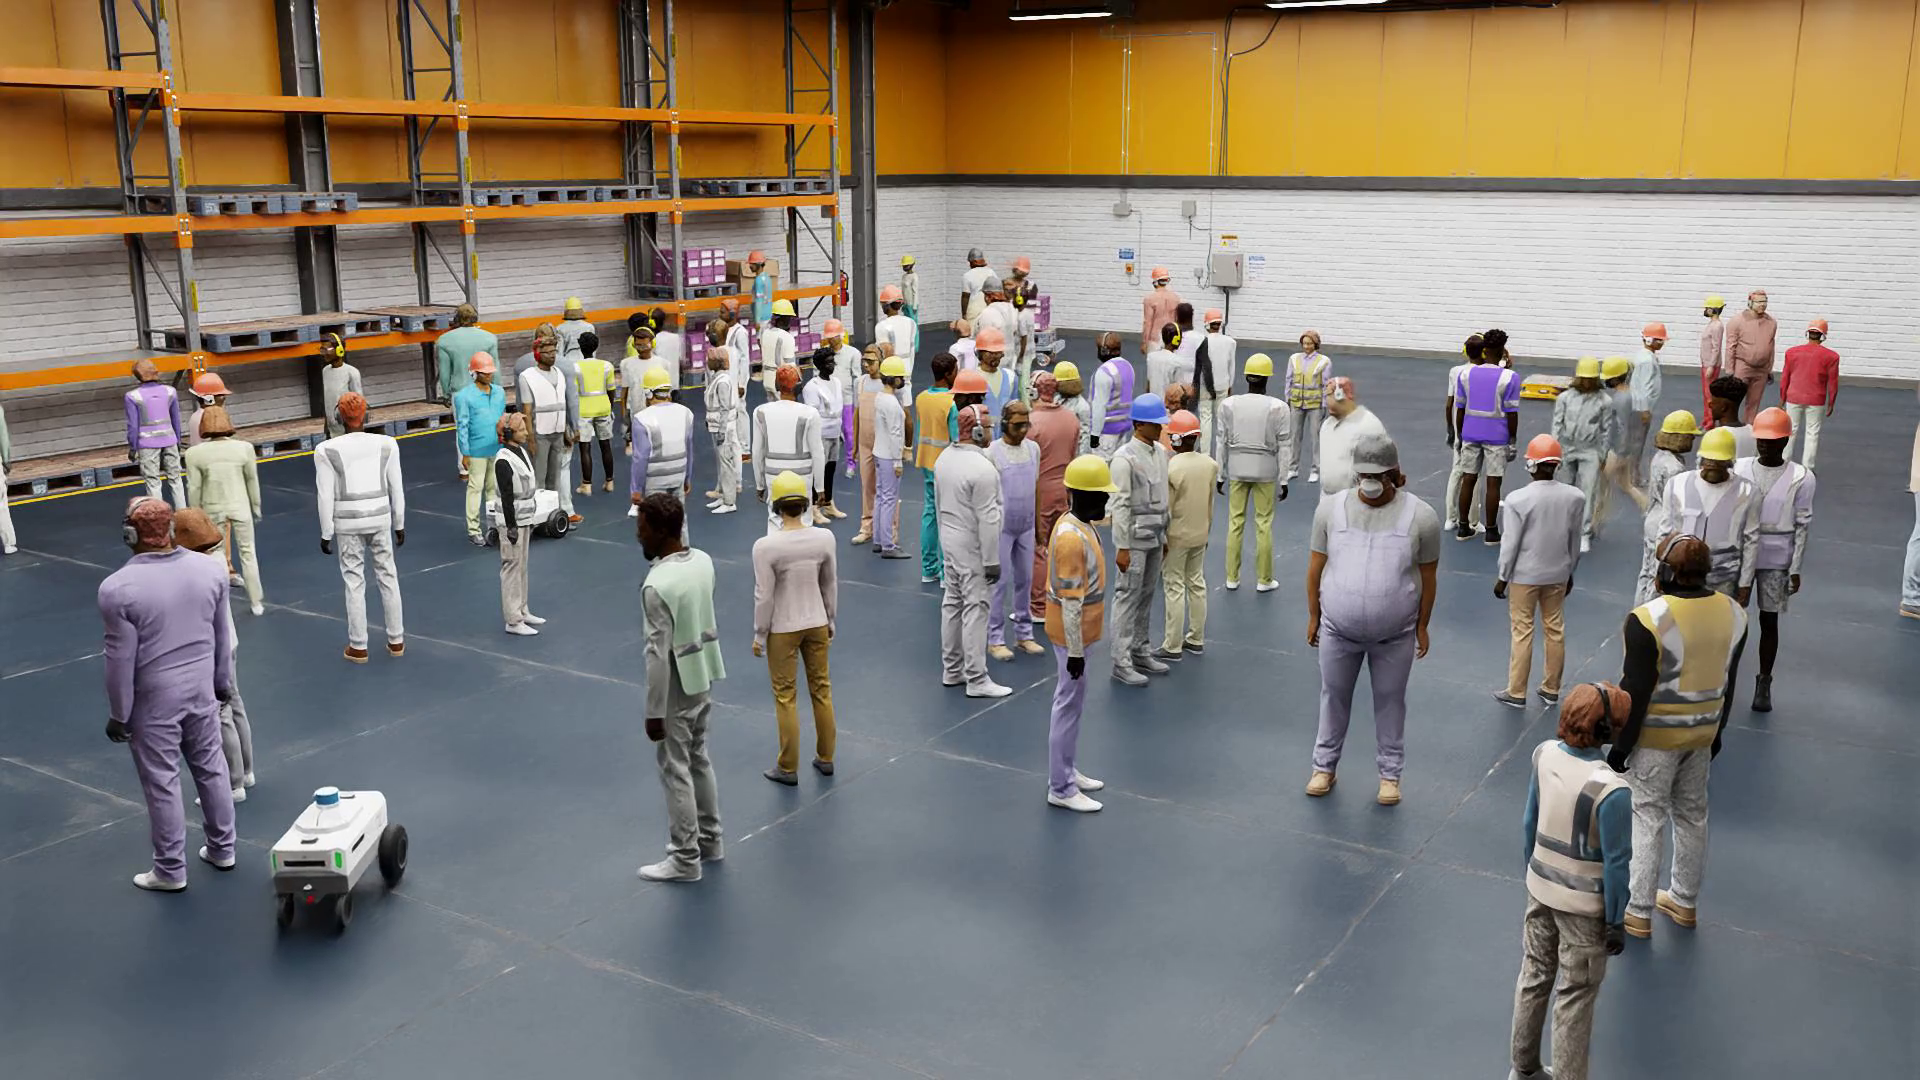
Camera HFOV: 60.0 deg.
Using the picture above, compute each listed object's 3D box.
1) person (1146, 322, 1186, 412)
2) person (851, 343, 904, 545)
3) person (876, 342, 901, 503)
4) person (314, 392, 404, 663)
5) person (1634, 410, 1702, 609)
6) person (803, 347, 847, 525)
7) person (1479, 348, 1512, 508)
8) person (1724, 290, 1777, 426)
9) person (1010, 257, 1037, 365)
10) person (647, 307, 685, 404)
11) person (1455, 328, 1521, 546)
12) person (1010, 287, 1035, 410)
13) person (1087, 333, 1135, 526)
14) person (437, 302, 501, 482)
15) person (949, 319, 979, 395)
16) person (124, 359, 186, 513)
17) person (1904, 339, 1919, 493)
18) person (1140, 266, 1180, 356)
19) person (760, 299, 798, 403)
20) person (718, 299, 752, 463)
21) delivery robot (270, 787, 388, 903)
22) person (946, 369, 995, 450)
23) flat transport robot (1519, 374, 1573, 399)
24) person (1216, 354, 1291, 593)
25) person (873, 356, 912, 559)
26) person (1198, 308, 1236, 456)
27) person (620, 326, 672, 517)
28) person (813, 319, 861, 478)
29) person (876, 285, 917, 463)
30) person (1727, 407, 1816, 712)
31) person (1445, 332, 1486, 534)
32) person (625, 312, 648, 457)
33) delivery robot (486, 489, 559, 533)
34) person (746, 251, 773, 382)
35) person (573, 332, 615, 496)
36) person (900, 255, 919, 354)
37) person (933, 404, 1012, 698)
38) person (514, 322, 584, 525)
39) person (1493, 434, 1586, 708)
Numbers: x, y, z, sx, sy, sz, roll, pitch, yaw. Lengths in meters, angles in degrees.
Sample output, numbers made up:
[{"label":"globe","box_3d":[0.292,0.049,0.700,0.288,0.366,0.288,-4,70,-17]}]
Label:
[{"label":"person","box_3d":[2.063,-1.251,16.651,0.337,1.856,0.524,-11,17,-40]},{"label":"person","box_3d":[-0.741,-0.847,14.907,0.514,1.844,0.327,7,15,27]},{"label":"person","box_3d":[-0.786,-1.191,16.863,0.281,1.633,0.501,-4,13,-16]},{"label":"person","box_3d":[-4.138,-0.086,11.524,0.577,1.882,0.349,-8,15,-32]},{"label":"person","box_3d":[4.958,-0.045,11.654,0.312,1.743,0.493,2,13,9]},{"label":"person","box_3d":[-1.286,-1.001,15.903,0.317,1.696,0.538,7,15,27]},{"label":"person","box_3d":[5.325,-1.137,16.629,0.499,1.634,0.279,-4,13,-15]},{"label":"person","box_3d":[9.487,-2.041,19.956,0.639,1.908,0.409,-2,13,-9]},{"label":"person","box_3d":[0.828,-3.208,24.798,0.649,2.003,0.548,1,13,6]},{"label":"person","box_3d":[-3.369,-1.657,18.430,0.826,1.837,0.525,10,16,36]},{"label":"person","box_3d":[4.762,-0.930,15.031,0.604,1.958,0.373,12,17,42]},{"label":"person","box_3d":[0.799,-2.278,21.135,0.384,1.855,0.647,3,13,11]},{"label":"person","box_3d":[1.417,-1.054,15.853,0.429,1.830,0.637,7,15,29]},{"label":"person","box_3d":[-5.265,-1.588,17.917,0.636,1.939,0.364,-4,14,-17]},{"label":"person","box_3d":[0.038,-1.735,19.213,0.311,1.640,0.514,9,16,35]},{"label":"person","box_3d":[-7.464,-0.865,15.438,0.310,1.640,0.514,9,16,35]},{"label":"person","box_3d":[10.085,-1.361,17.331,0.343,1.762,0.526,8,15,30]},{"label":"person","box_3d":[2.744,-2.761,22.881,0.612,1.995,0.376,-8,15,-32]},{"label":"person","box_3d":[-1.984,-1.707,18.483,0.397,1.920,0.587,-10,17,-38]},{"label":"person","box_3d":[-2.585,-1.813,19.013,0.340,1.882,0.585,-7,15,-26]},{"label":"delivery robot","box_3d":[-2.945,1.399,7.786,0.477,0.478,0.707,0,13,-2]},{"label":"person","box_3d":[0.079,-0.306,12.359,0.355,1.938,0.545,-1,13,-5]},{"label":"flat transport robot","box_3d":[8.688,-2.267,24.518,0.652,0.197,1.431,7,15,26]},{"label":"person","box_3d":[2.355,-0.535,13.373,0.595,1.925,0.374,5,14,21]},{"label":"person","box_3d":[-0.593,-0.722,14.540,0.323,1.767,0.533,-4,14,-17]},{"label":"person","box_3d":[2.905,-1.797,19.230,0.573,1.749,0.343,-6,14,-23]},{"label":"person","box_3d":[-3.041,-1.152,16.194,0.516,1.863,0.335,-2,13,-7]},{"label":"person","box_3d":[-1.352,-1.551,18.202,0.577,1.737,0.355,4,14,17]},{"label":"person","box_3d":[-0.757,-1.853,18.835,0.387,2.045,0.605,10,17,38]},{"label":"person","box_3d":[5.039,0.121,10.502,0.542,1.939,0.362,9,16,34]},{"label":"person","box_3d":[4.760,-0.992,15.473,0.320,1.876,0.533,-10,16,-37]},{"label":"person","box_3d":[-3.790,-1.828,19.522,0.322,1.690,0.546,-1,13,-3]},{"label":"delivery robot","box_3d":[-3.981,-0.295,15.134,0.477,0.478,0.707,6,14,24]},{"label":"person","box_3d":[-3.120,-3.482,25.938,0.399,2.039,0.609,1,13,5]},{"label":"person","box_3d":[-3.818,-1.306,17.224,0.541,1.695,0.316,-9,16,-35]},{"label":"person","box_3d":[-0.905,-4.167,29.508,0.338,1.761,0.524,-7,15,-28]},{"label":"person","box_3d":[0.089,0.066,10.811,0.401,1.910,0.642,-7,15,-27]},{"label":"person","box_3d":[-3.882,-1.085,15.736,0.635,1.937,0.352,4,13,15]},{"label":"person","box_3d":[3.663,0.196,10.580,0.561,1.753,0.327,-3,13,-12]}]
